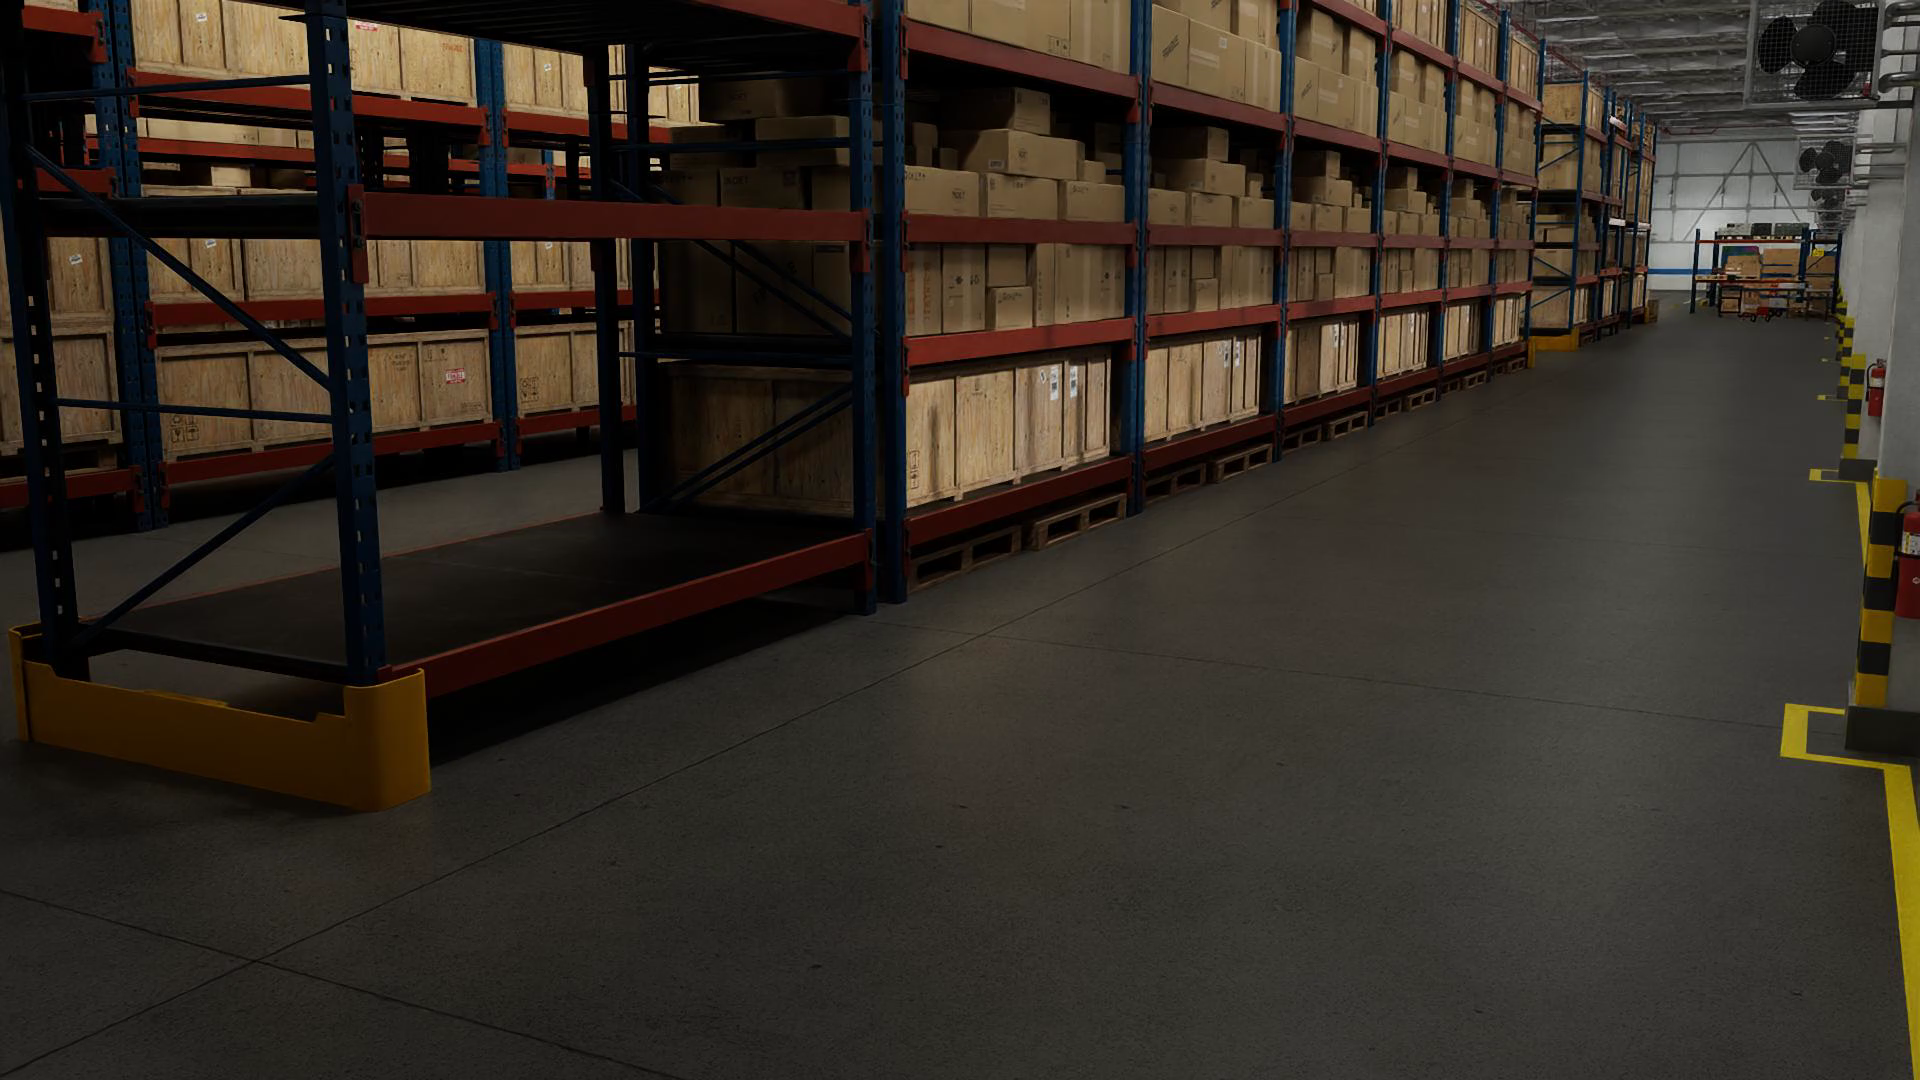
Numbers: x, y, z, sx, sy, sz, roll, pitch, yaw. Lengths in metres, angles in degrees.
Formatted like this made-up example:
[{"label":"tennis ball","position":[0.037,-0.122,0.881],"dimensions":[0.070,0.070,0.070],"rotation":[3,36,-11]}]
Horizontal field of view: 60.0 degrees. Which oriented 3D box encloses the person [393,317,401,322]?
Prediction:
[{"label":"person","position":[-10.459,-3.902,30.599],"dimensions":[0.354,1.617,0.559],"rotation":[1,10,4]}]
